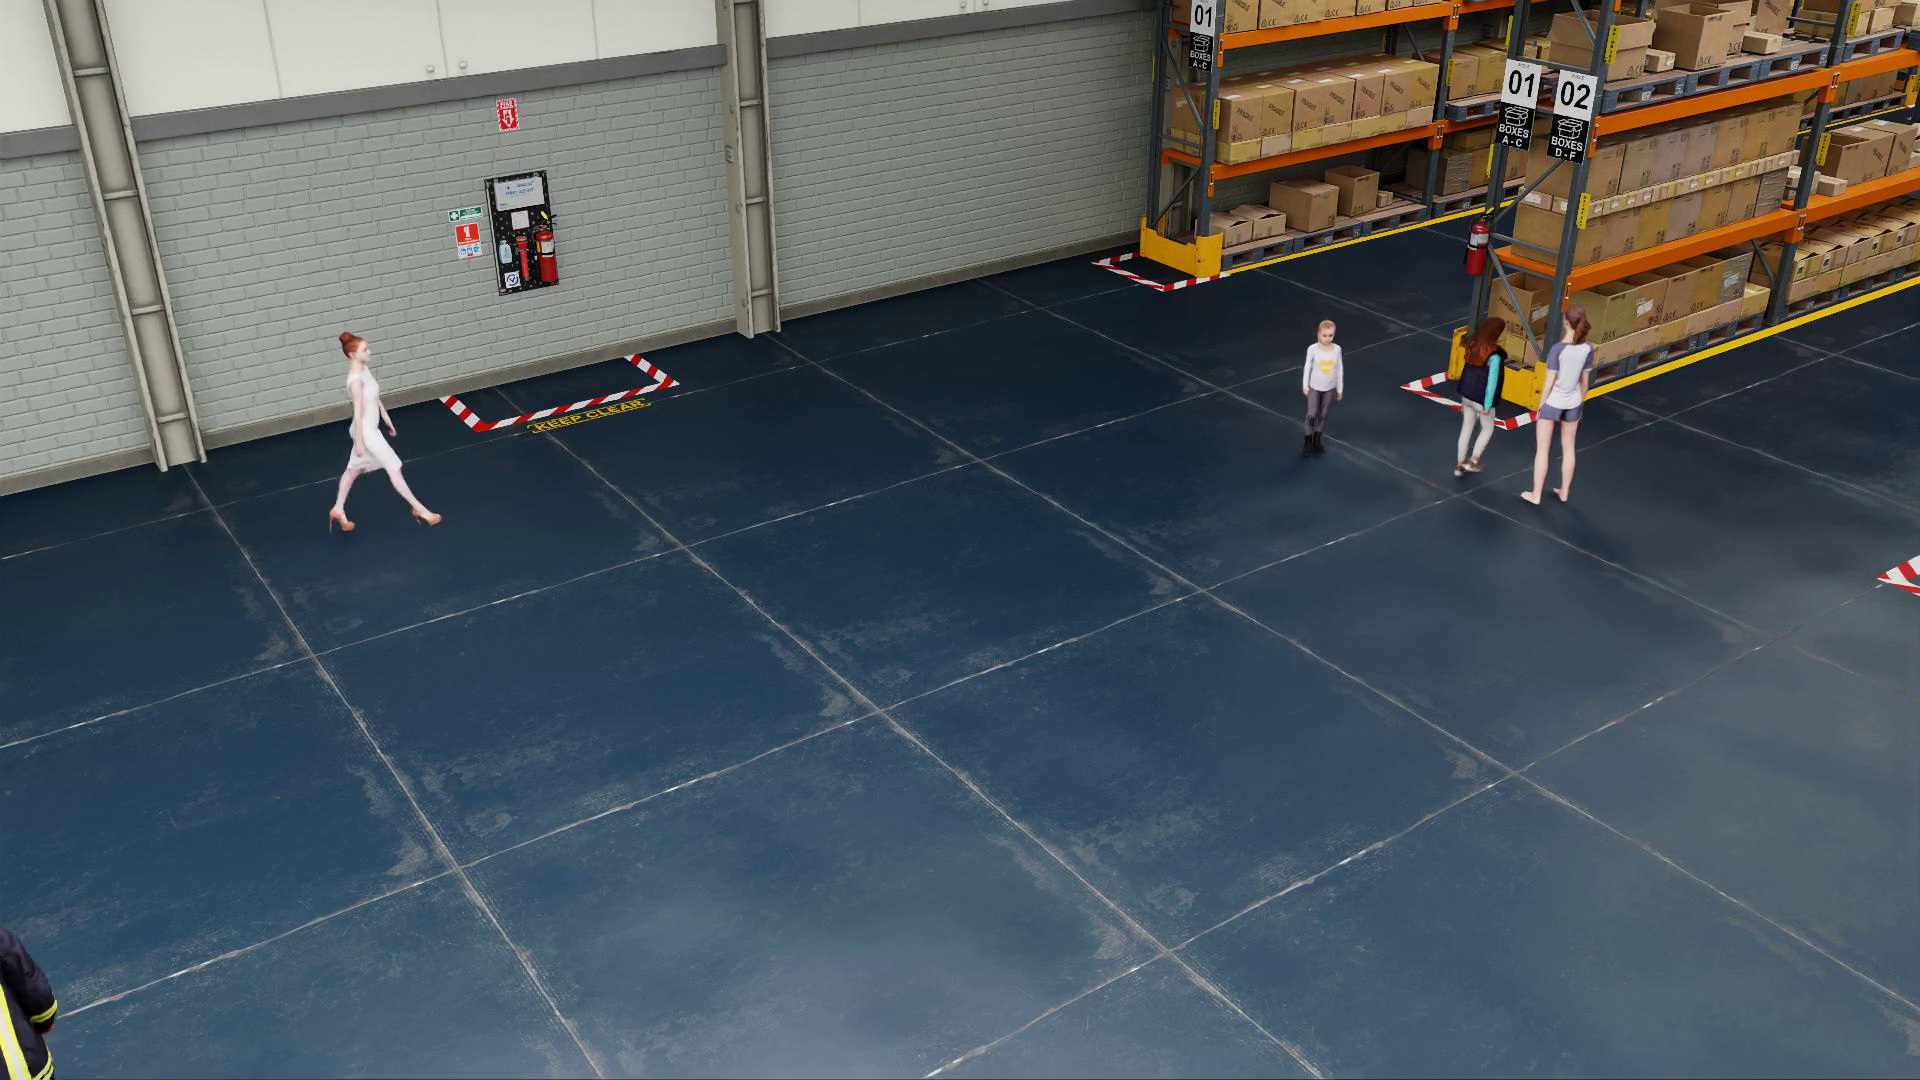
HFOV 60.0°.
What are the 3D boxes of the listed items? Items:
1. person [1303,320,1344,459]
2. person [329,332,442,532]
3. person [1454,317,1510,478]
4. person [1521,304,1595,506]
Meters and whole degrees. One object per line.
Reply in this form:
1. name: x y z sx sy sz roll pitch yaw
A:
1. person: 3.282 -1.416 15.159 0.601 1.269 0.665 -3 27 -6
2. person: -4.898 -0.813 13.478 1.192 1.735 0.893 -5 28 -10
3. person: 4.517 -1.238 14.574 0.648 1.487 0.567 -15 31 -27
4. person: 5.089 -1.143 14.087 0.619 1.765 0.725 -4 28 -8
